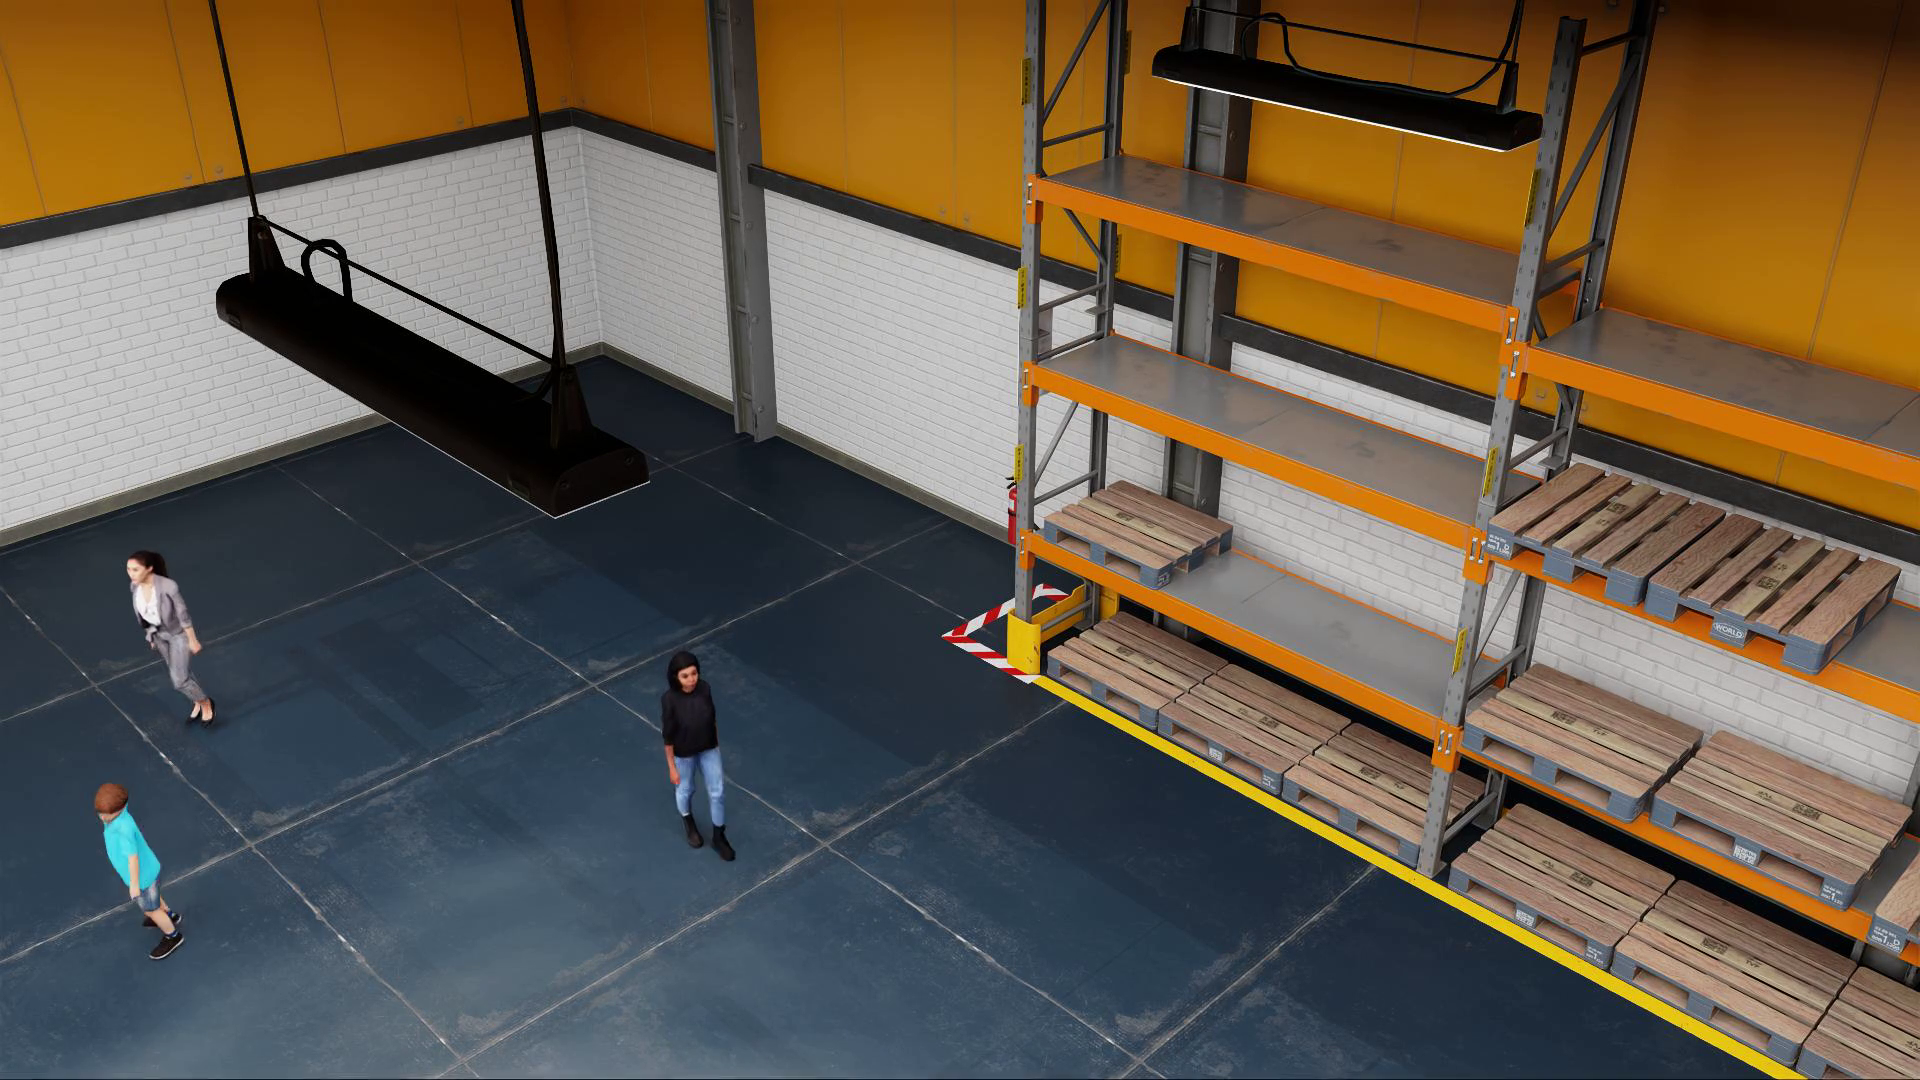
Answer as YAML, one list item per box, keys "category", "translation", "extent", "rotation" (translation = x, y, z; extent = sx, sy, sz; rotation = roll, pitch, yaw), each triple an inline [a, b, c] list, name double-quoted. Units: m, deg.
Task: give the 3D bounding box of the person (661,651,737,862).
- category: "person"
  translation: [-1.946, 1.481, 11.919]
  extent: [0.713, 1.686, 0.866]
  rotation: [-16, 32, -26]

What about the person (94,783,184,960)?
- category: "person"
  translation: [-5.405, 2.133, 10.999]
  extent: [0.735, 1.423, 0.532]
  rotation: [-13, 31, -22]

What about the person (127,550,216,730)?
- category: "person"
  translation: [-6.233, 0.777, 13.243]
  extent: [0.712, 1.654, 0.799]
  rotation: [10, 30, 17]
